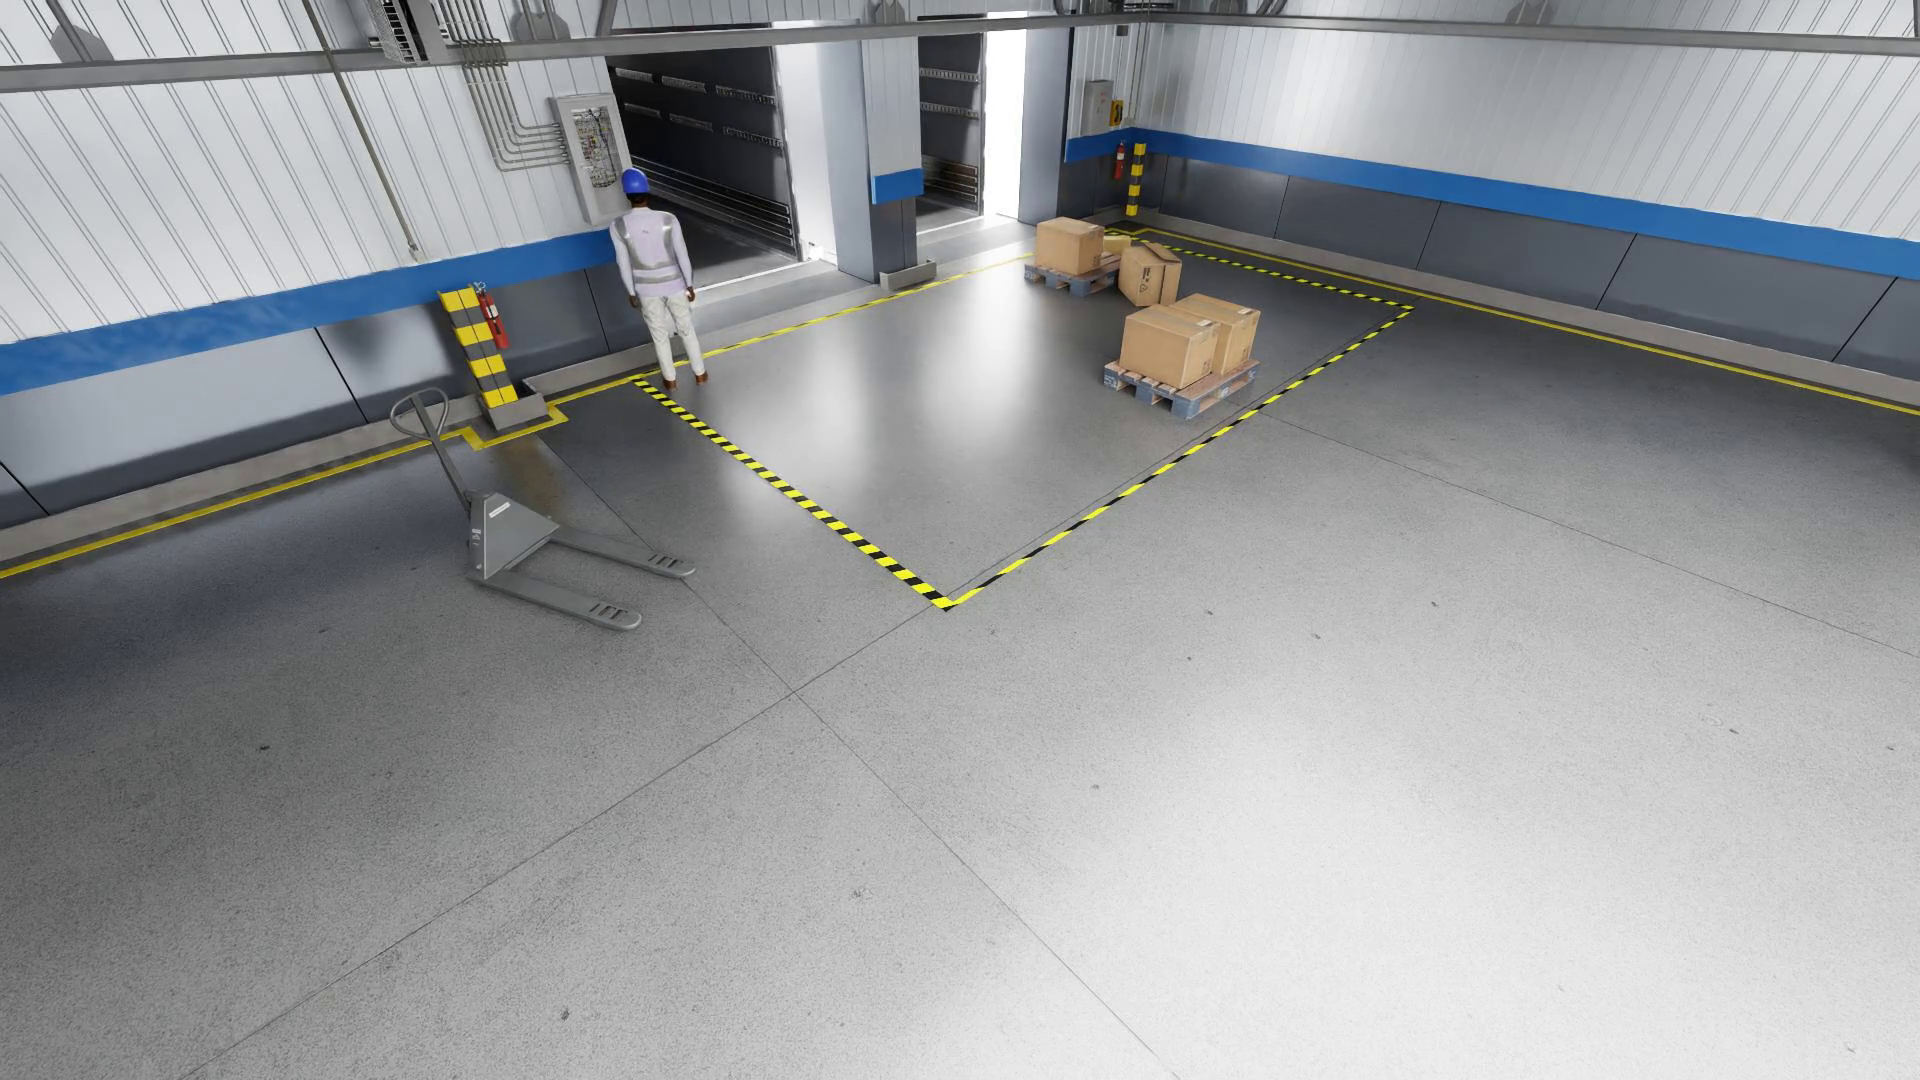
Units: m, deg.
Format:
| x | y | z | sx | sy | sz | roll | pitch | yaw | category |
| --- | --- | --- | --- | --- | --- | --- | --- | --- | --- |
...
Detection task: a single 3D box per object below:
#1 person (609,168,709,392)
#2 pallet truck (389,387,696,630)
| x | y | z | sx | sy | sz | roll | pitch | yaw | category |
| --- | --- | --- | --- | --- | --- | --- | --- | --- | --- |
| -2.732 | -2.309 | 6.681 | 0.607 | 1.946 | 0.403 | -15 | 40 | -18 | person |
| -2.613 | -0.247 | 4.593 | 1.601 | 1.201 | 0.680 | 14 | 40 | 17 | pallet truck |
